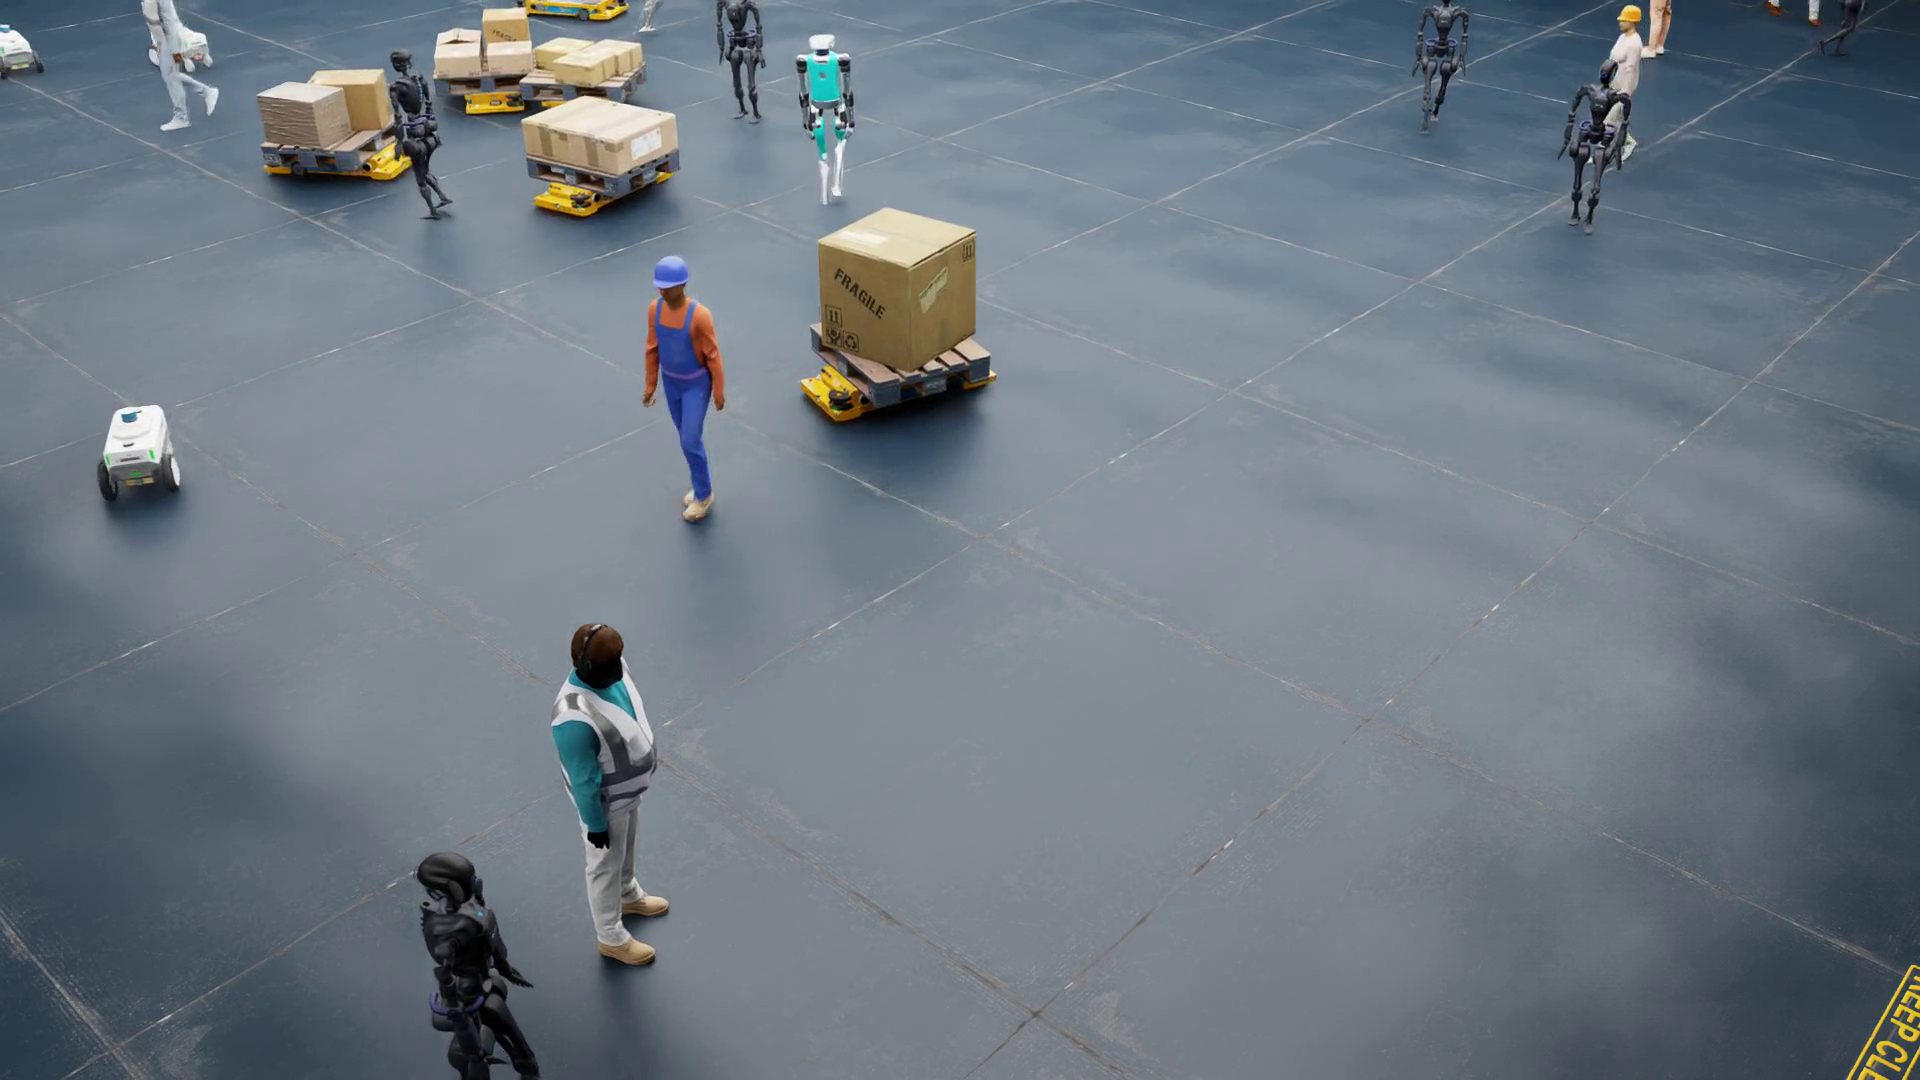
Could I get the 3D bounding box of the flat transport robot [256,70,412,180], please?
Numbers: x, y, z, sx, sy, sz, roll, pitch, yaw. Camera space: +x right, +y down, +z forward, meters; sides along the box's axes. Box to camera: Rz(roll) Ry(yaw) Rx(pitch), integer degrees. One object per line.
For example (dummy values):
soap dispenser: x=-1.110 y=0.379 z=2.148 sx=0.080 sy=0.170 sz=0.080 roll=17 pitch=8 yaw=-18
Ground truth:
flat transport robot: x=-6.586 y=-4.054 z=17.683 sx=1.431 sy=0.231 sz=0.659 roll=5 pitch=32 yaw=8

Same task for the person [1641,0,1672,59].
person: x=8.882 y=-7.044 z=20.975 sx=0.533 sy=1.872 sz=0.350 roll=-27 pitch=41 yaw=-36

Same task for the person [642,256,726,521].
person: x=-1.894 y=-1.022 z=11.261 sx=0.526 sy=1.891 sz=0.640 roll=16 pitch=35 yaw=24

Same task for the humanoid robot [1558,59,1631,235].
humanoid robot: x=6.045 y=-3.772 z=15.898 sx=0.609 sy=1.638 sz=0.533 roll=17 pitch=36 yaw=25

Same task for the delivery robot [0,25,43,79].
delivery robot: x=-11.787 y=-6.080 z=20.682 sx=0.499 sy=0.602 sz=0.801 roll=-22 pitch=38 yaw=-31

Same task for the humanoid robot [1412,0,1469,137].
humanoid robot: x=5.376 y=-5.394 z=18.570 sx=0.591 sy=1.637 sz=0.797 roll=7 pitch=32 yaw=11

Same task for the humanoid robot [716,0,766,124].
humanoid robot: x=-2.455 y=-5.563 z=18.785 sx=0.596 sy=1.638 sz=0.388 roll=10 pitch=33 yaw=16

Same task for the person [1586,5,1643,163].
person: x=6.937 y=-4.754 z=17.466 sx=0.433 sy=1.679 sz=0.493 roll=-1 pitch=32 yaw=-2

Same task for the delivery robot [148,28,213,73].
delivery robot: x=-9.796 y=-6.200 z=20.882 sx=0.811 sy=0.610 sz=0.499 roll=18 pitch=36 yaw=26

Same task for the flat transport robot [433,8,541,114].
flat transport robot: x=-5.579 y=-5.375 z=19.809 sx=0.659 sy=0.231 sz=1.431 roll=-6 pitch=32 yaw=-10

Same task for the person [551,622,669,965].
person: x=-1.620 y=1.162 z=7.795 sx=0.430 sy=1.840 sz=0.625 roll=3 pitch=32 yaw=6

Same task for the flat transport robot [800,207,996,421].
flat transport robot: x=-0.498 y=-1.313 z=13.269 sx=1.431 sy=0.231 sz=0.659 roll=-17 pitch=35 yaw=-25

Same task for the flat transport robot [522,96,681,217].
flat transport robot: x=-3.648 y=-3.672 z=17.067 sx=0.659 sy=0.231 sz=1.431 roll=17 pitch=36 yaw=26

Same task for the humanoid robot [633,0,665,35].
humanoid robot: x=-4.168 y=-7.494 z=21.880 sx=0.756 sy=1.825 sz=0.565 roll=-7 pitch=33 yaw=-11

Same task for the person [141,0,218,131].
person: x=-8.805 y=-5.580 z=18.591 sx=0.652 sy=1.903 sz=0.615 roll=-23 pitch=39 yaw=-33

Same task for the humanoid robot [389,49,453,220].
humanoid robot: x=-5.262 y=-3.927 z=16.157 sx=0.313 sy=1.656 sz=0.613 roll=12 pitch=34 yaw=18

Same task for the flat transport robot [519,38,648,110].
flat transport robot: x=-4.374 y=-5.193 z=19.516 sx=0.659 sy=0.231 sz=1.431 roll=5 pitch=32 yaw=7

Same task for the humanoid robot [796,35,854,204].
humanoid robot: x=-1.289 y=-4.149 z=16.525 sx=0.531 sy=1.858 sz=0.794 roll=1 pitch=32 yaw=2

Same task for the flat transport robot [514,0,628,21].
flat transport robot: x=-5.414 y=-7.445 z=23.143 sx=1.431 sy=0.231 sz=0.659 roll=7 pitch=33 yaw=11

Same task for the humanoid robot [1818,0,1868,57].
humanoid robot: x=11.201 y=-6.910 z=20.960 sx=0.467 sy=1.646 sz=0.609 roll=-1 pitch=32 yaw=-2

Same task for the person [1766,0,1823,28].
person: x=11.431 y=-7.882 z=22.411 sx=0.520 sy=1.804 sz=0.763 roll=-7 pitch=32 yaw=-10

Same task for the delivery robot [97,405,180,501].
delivery robot: x=-5.908 y=-0.669 z=11.949 sx=0.499 sy=0.583 sz=0.774 roll=-9 pitch=33 yaw=-15

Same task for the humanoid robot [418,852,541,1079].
humanoid robot: x=-2.015 y=1.904 z=6.785 sx=0.720 sy=1.637 sz=0.589 roll=-1 pitch=32 yaw=-2
